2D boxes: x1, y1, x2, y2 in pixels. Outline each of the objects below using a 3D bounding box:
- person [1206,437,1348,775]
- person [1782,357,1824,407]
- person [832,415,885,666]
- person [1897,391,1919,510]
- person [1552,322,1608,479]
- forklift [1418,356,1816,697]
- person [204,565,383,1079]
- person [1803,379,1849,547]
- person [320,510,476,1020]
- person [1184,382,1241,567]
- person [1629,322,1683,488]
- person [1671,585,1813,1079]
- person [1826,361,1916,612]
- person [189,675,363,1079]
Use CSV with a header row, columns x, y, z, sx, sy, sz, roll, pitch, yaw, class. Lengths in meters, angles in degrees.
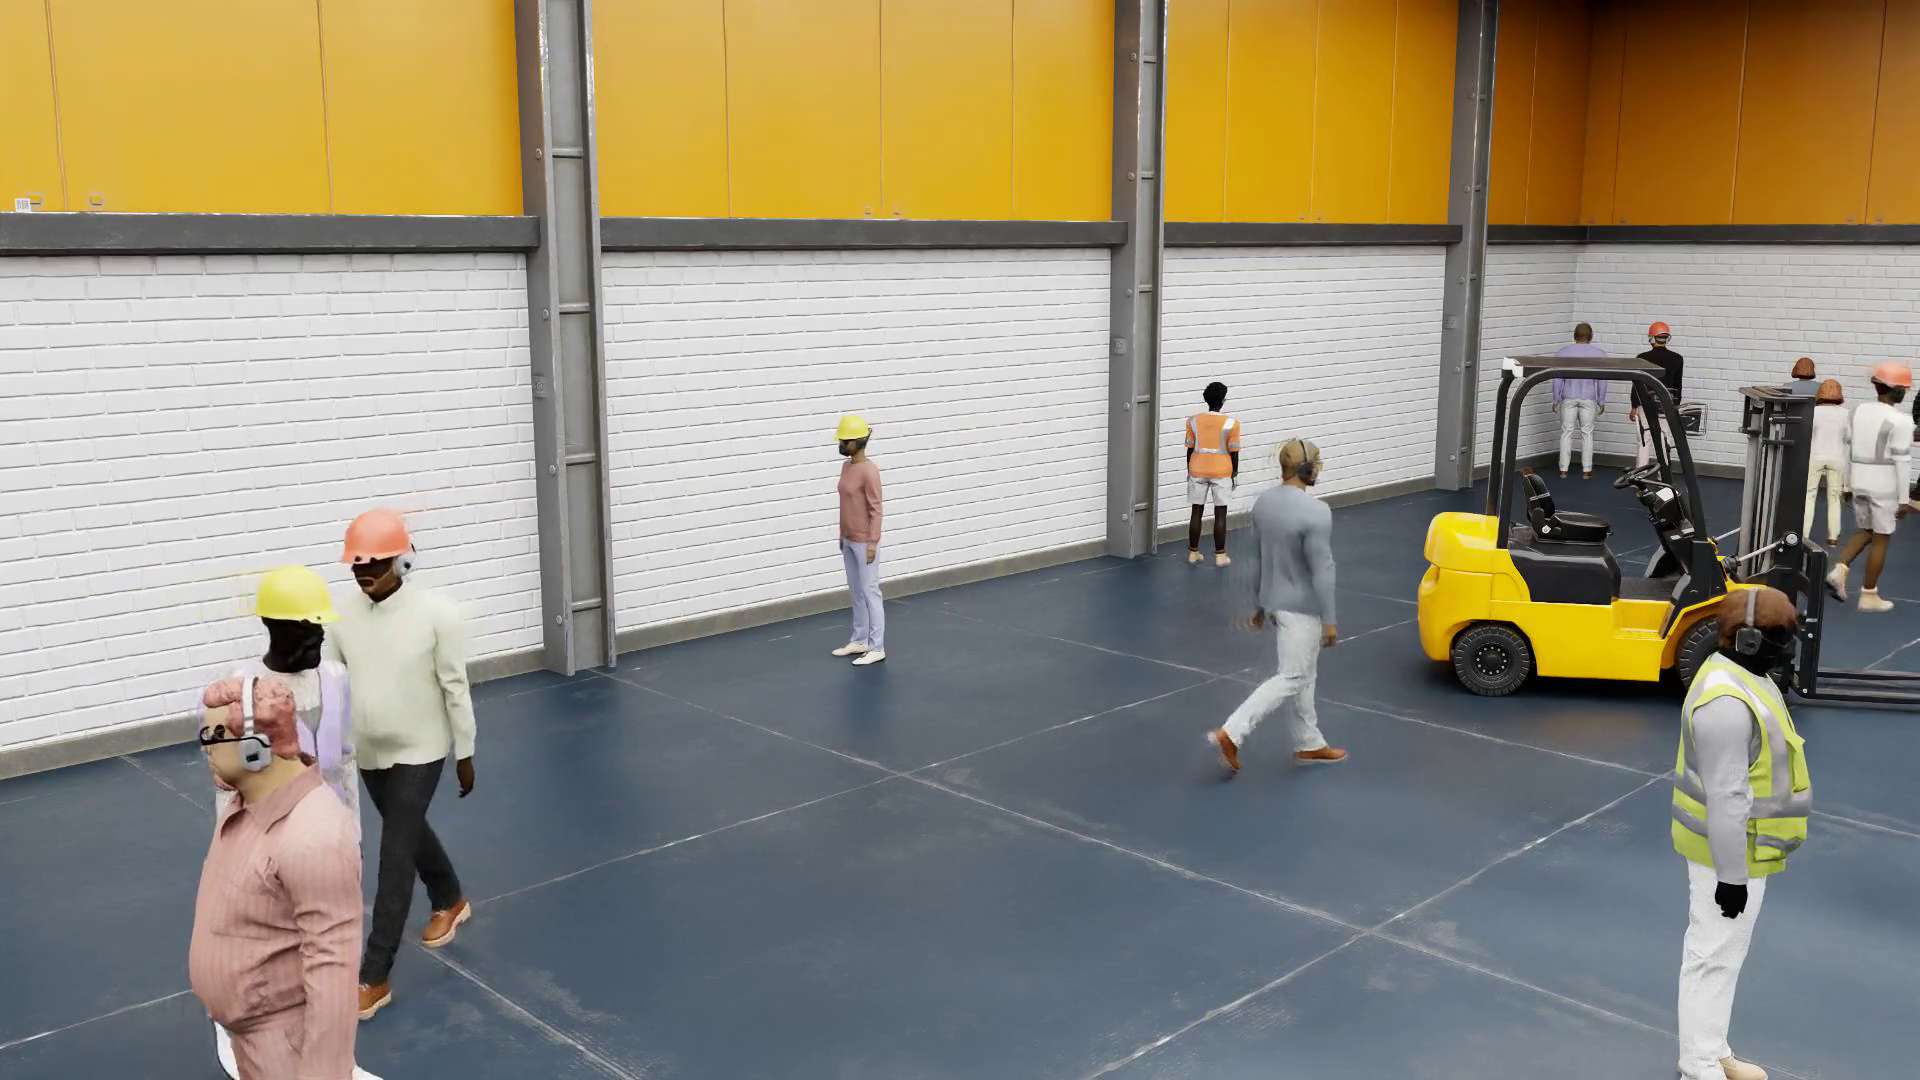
x,y,z,sx,sy,sz,roll,pitch,yaw,class
1.792,0.378,9.256,0.898,1.915,0.637,-3,11,-18,person
9.534,-1.253,18.883,0.501,1.633,0.286,2,11,10,person
-0.731,-0.001,11.703,0.330,1.765,0.533,-5,12,-28,person
10.465,-1.290,17.979,0.706,2.000,0.759,-9,14,-40,person
7.669,-1.722,20.618,0.633,1.936,0.353,4,11,23,person
4.276,-0.101,11.076,2.313,2.155,1.214,2,11,13,forklift
-2.332,1.018,5.753,0.541,1.907,0.604,5,11,24,person
8.397,-0.746,16.156,0.495,1.624,0.281,3,11,18,person
-2.291,0.829,6.709,0.644,1.942,1.045,3,11,15,person
2.299,-0.599,15.173,0.530,1.689,0.321,5,11,24,person
8.284,-1.602,19.836,0.617,1.990,0.402,-1,10,-7,person
2.662,1.062,5.697,0.429,1.844,0.627,5,12,26,person
7.284,-0.416,13.251,0.490,2.023,0.628,-3,11,-14,person
-1.779,1.278,4.349,0.405,1.904,0.653,-8,13,-36,person
